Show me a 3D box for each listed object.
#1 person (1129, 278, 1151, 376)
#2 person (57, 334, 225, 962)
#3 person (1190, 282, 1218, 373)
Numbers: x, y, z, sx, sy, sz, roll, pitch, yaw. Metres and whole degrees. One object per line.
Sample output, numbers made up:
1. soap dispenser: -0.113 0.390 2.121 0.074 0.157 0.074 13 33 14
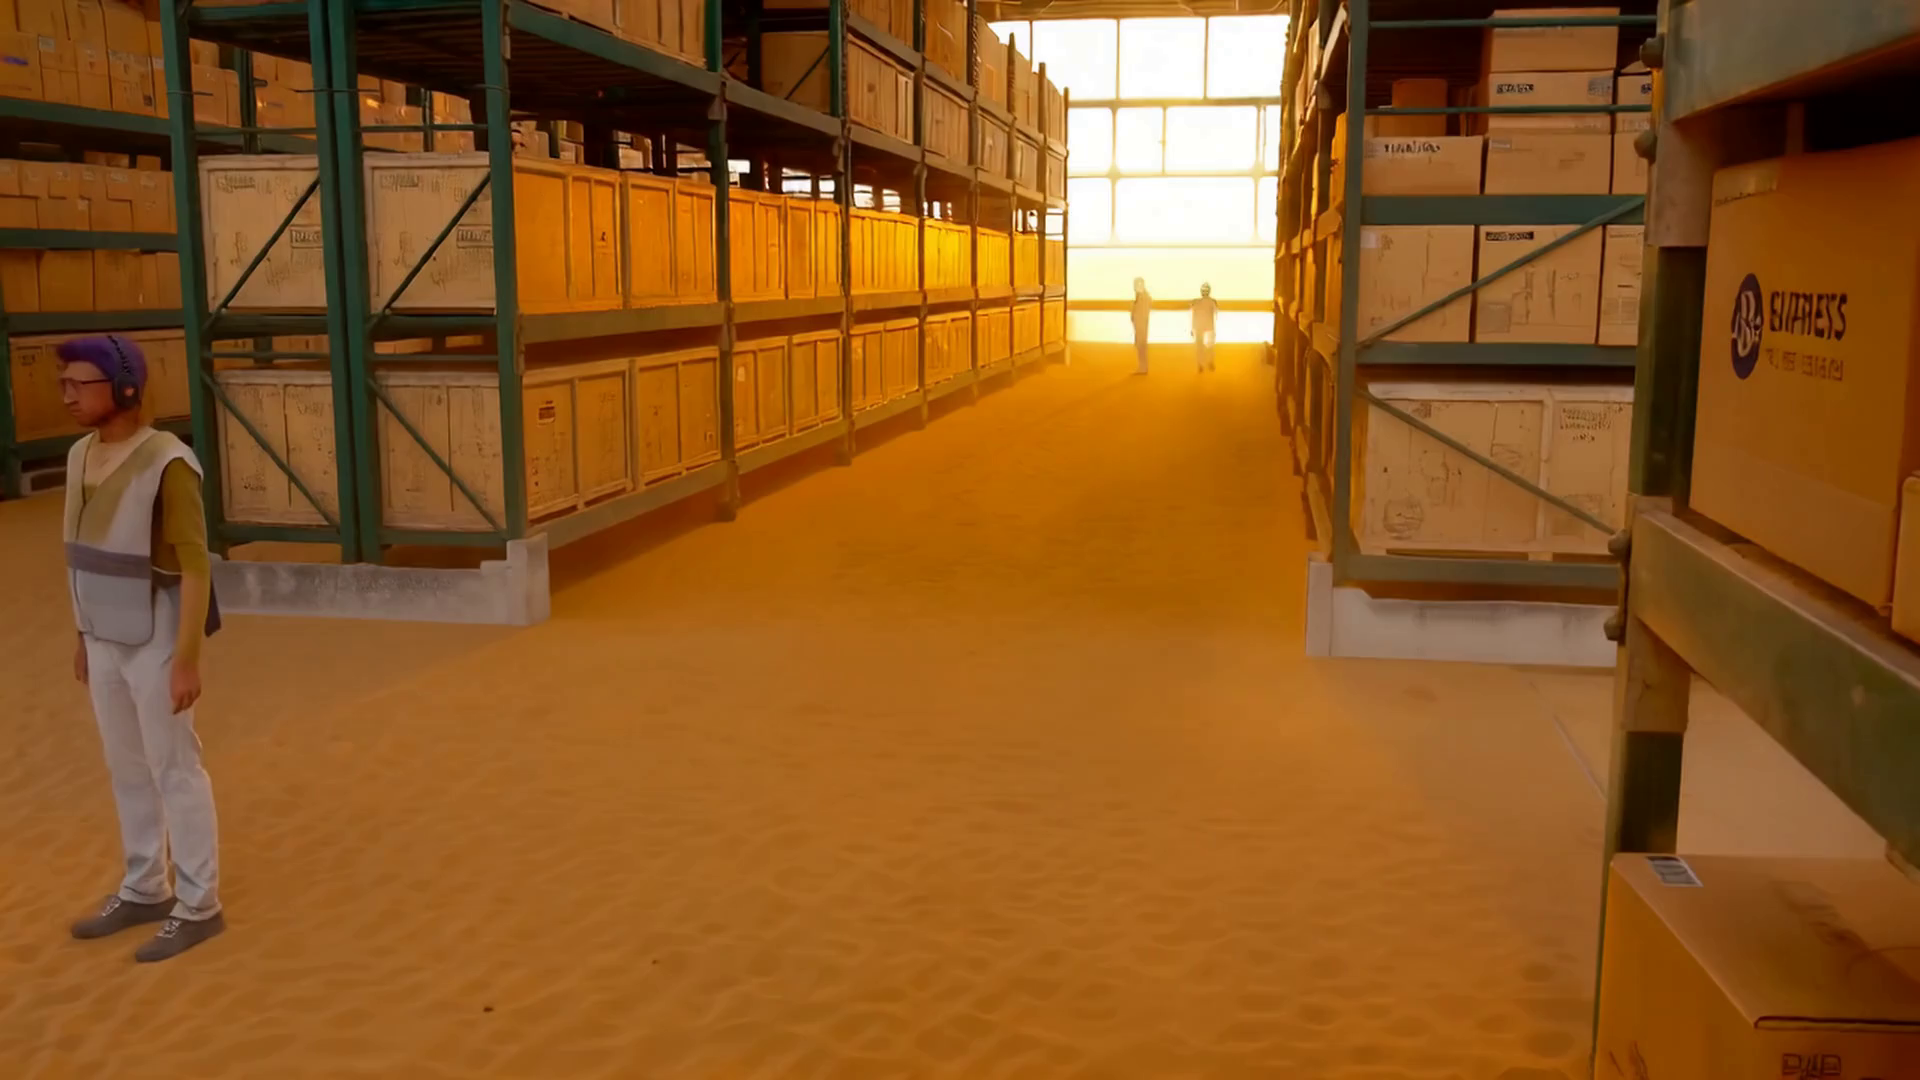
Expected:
1. person: 3.509 -4.170 32.583 0.400 1.903 0.645 3 10 17
2. person: -2.435 0.311 4.959 0.575 1.843 0.375 6 11 32
3. person: 4.943 -4.288 33.593 0.605 1.812 0.591 3 10 20
